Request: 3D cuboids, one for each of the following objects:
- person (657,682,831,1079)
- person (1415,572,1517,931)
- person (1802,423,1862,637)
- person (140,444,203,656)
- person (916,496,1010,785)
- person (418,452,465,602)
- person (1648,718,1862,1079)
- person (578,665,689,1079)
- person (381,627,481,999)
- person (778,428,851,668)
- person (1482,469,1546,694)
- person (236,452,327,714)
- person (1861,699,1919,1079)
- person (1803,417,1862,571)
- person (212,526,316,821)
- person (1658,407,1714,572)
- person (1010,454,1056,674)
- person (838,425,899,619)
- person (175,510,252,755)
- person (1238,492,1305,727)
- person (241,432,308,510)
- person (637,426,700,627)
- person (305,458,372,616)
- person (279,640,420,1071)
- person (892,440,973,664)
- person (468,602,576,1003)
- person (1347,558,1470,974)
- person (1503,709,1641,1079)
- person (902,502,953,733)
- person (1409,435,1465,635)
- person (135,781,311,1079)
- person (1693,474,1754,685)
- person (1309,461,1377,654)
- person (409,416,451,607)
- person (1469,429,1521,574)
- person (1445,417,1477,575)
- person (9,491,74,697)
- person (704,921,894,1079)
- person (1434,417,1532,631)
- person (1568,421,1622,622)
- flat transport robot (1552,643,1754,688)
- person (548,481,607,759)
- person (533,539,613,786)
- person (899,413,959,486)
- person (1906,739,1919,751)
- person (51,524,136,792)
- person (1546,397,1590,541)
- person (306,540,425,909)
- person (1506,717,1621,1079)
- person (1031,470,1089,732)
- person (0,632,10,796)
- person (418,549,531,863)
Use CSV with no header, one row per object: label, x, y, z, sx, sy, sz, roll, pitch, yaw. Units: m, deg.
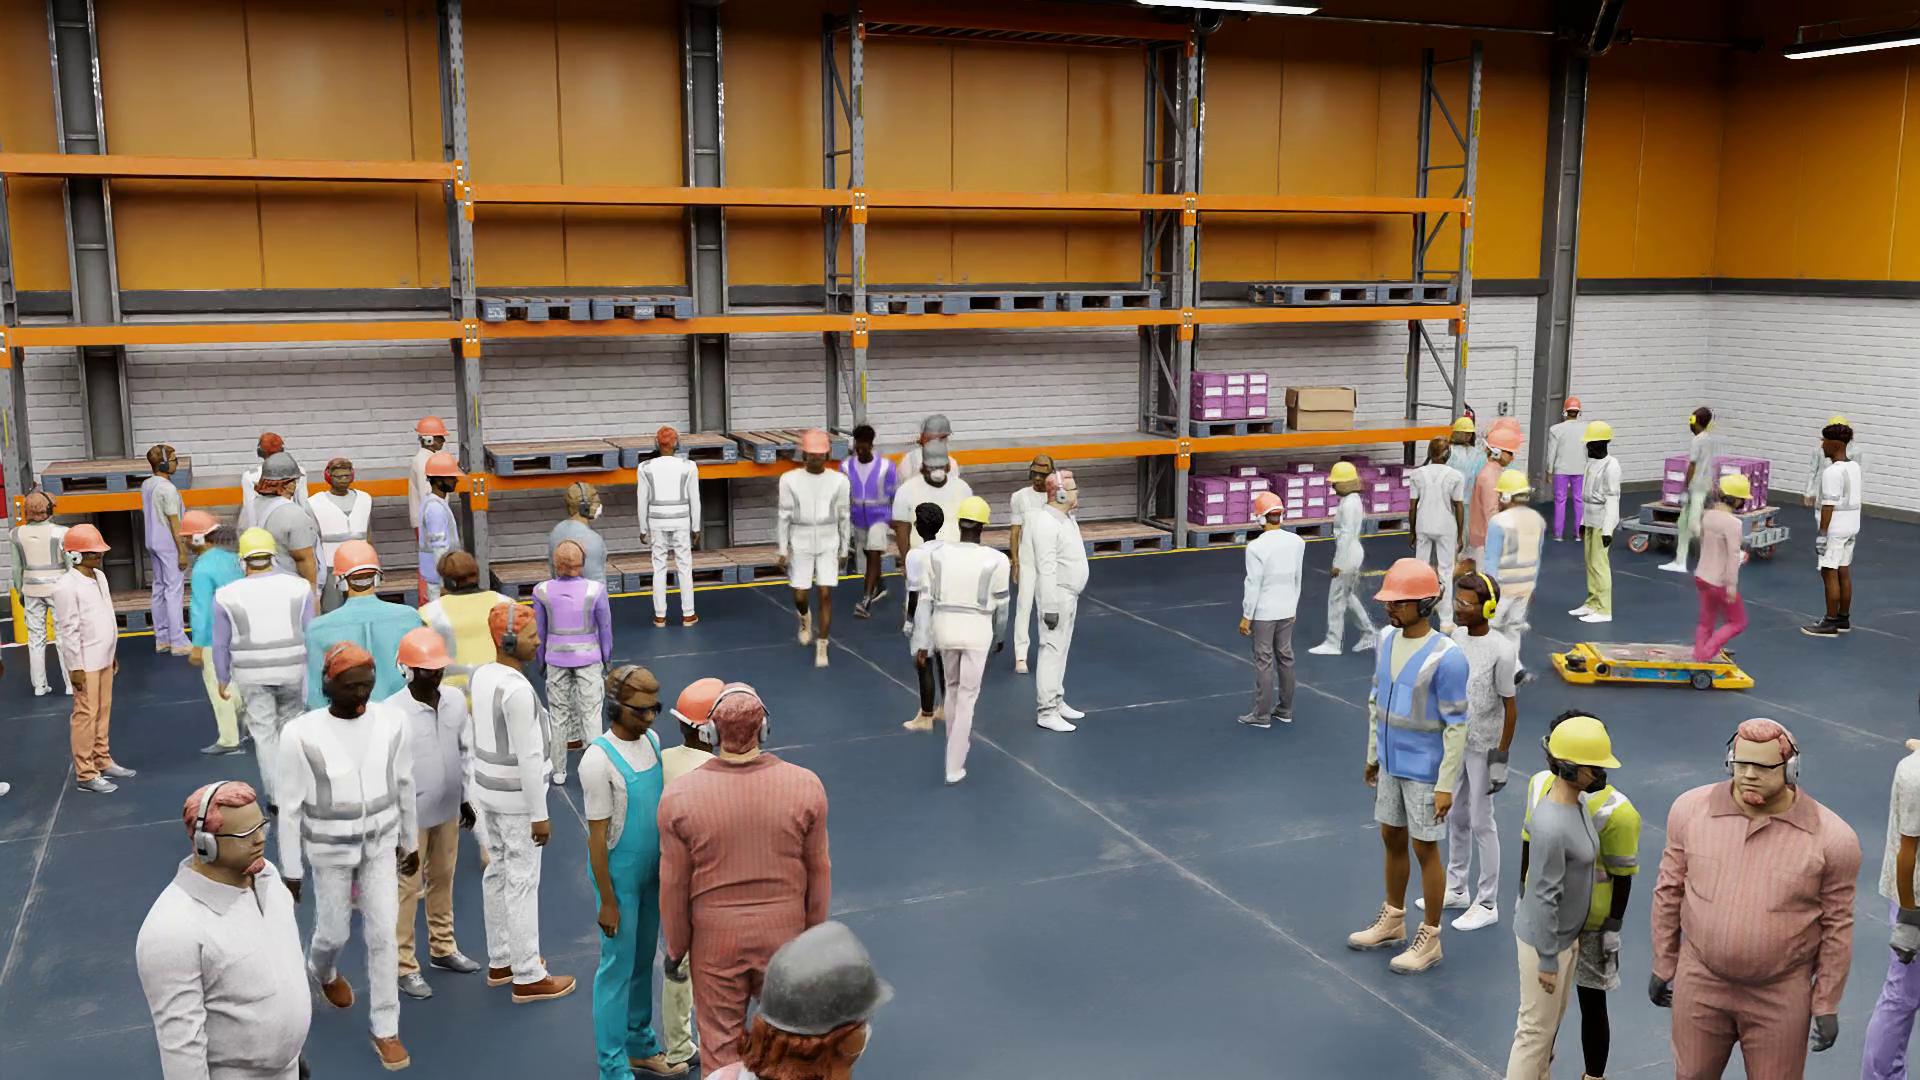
person,-0.808,1.477,6.282,0.642,1.913,0.401,-2,10,-11
person,2.652,1.085,8.642,0.313,1.874,0.538,-4,10,-20
person,7.998,-0.094,15.209,0.603,1.957,0.385,-9,13,-42
person,-6.889,0.087,14.475,0.504,1.846,0.345,7,12,36
person,0.059,0.645,11.168,0.582,1.875,0.874,3,10,19
person,-4.077,0.268,13.166,0.375,1.935,0.551,-4,11,-21
person,2.751,1.554,5.849,0.650,1.907,0.409,7,12,35
person,-1.351,1.411,6.870,0.345,1.839,0.506,3,10,16
person,-2.524,1.270,7.916,0.337,1.752,0.564,6,11,30
person,-1.236,0.044,14.194,0.623,2.031,0.667,-1,10,-6
person,4.289,0.357,12.982,0.602,1.818,0.436,-6,12,-32
person,-4.984,0.350,12.397,0.688,2.000,0.539,5,11,28
person,3.820,1.445,6.586,0.309,1.868,0.535,9,13,43
person,9.453,-0.476,18.075,0.505,1.715,0.750,9,13,41
person,-4.347,0.807,10.406,0.610,1.806,0.730,-6,12,-32
person,8.081,-0.520,18.052,0.772,1.822,0.555,7,12,35
person,0.670,0.197,13.850,0.506,1.842,0.348,-2,10,-10
person,-0.887,-0.219,16.249,0.622,1.862,1.182,3,10,18
person,-5.196,0.644,11.581,0.414,1.732,0.602,-2,10,-9
person,2.284,0.511,12.321,0.560,1.743,0.337,-7,12,-35
person,-6.187,-0.037,15.086,0.574,1.883,0.356,-8,12,-38
person,-2.718,-0.122,15.562,0.575,1.886,0.356,-1,10,-6
person,-5.068,0.233,13.643,0.387,1.840,0.565,9,13,40
person,-2.694,1.326,7.290,0.606,1.864,0.777,-8,13,-38
person,-0.194,0.136,13.629,0.687,2.000,1.042,-2,10,-12
person,-2.087,1.223,7.819,0.353,1.883,0.573,-8,12,-38
person,2.177,1.092,8.112,0.395,2.042,0.611,-4,11,-23
person,2.464,1.507,6.725,0.317,1.695,0.539,-6,11,-31
person,-0.223,0.562,12.170,0.318,1.697,0.535,7,12,35
person,4.366,-0.046,15.258,0.504,1.839,0.344,6,11,29
person,-2.217,1.671,5.171,0.410,1.909,0.642,1,10,4
person,6.102,0.332,13.331,0.376,1.740,0.548,-1,10,-5
person,3.328,0.165,14.379,0.514,1.722,0.528,4,10,20
person,-4.928,-0.167,15.554,0.411,1.986,0.603,-2,10,-12
person,4.615,0.026,14.422,0.393,1.985,0.611,2,10,13
person,5.381,-0.453,17.880,0.487,1.744,0.294,-7,12,-36
person,-7.171,0.431,13.086,0.511,1.640,0.308,0,10,-2
person,-0.285,1.839,3.817,0.682,2.000,0.535,9,13,42
person,4.917,-0.185,15.659,0.634,1.999,1.026,-8,13,-39
person,6.032,-0.172,15.772,0.395,1.918,0.593,0,10,3
flat transport robot,5.668,1.017,13.650,1.431,0.197,0.652,2,10,9
person,-2.606,0.556,11.500,0.371,1.940,0.627,-8,13,-38
person,-2.531,0.806,10.910,0.517,1.645,0.308,0,10,-2
person,-0.263,-0.179,15.447,0.696,2.000,0.613,9,13,41
person,6.929,0.594,11.605,0.619,1.835,0.430,-4,11,-23
person,-5.661,0.759,10.866,0.329,1.750,0.572,-1,10,-5
person,7.395,-0.863,20.207,0.564,1.752,0.339,1,10,3
person,-3.167,0.983,8.918,0.618,1.987,0.405,-5,11,-28
person,2.318,1.530,6.409,0.340,1.760,0.525,6,11,30
person,0.743,0.437,12.262,0.410,1.912,0.651,3,10,15
person,-6.381,0.739,10.504,0.587,1.920,0.391,-4,11,-21
person,-2.843,0.946,9.716,0.628,1.796,0.924,-7,12,-35
